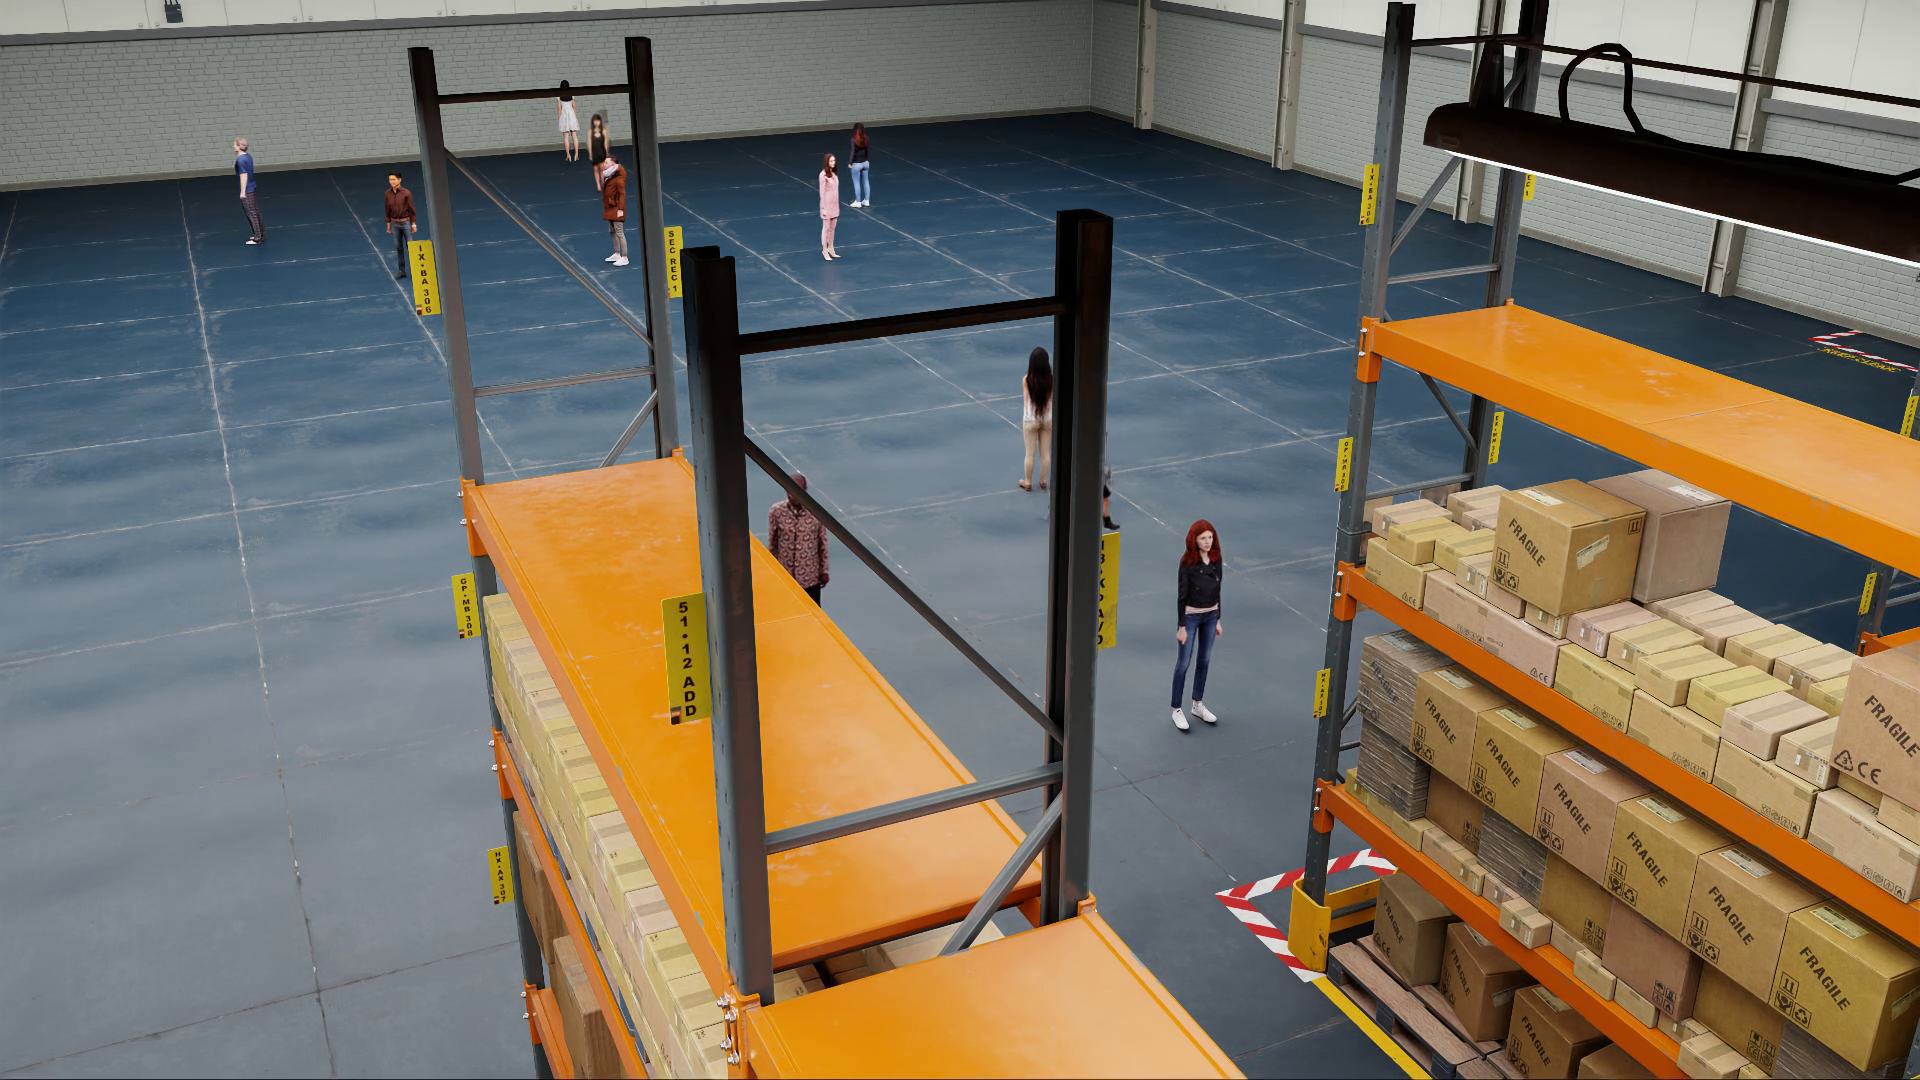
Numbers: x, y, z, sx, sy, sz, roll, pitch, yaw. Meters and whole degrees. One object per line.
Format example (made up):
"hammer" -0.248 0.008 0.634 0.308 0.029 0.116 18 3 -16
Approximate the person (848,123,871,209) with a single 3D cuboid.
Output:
"person" -1.966 -7.375 32.660 0.699 1.635 0.665 -20 30 -39

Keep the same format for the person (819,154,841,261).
"person" -2.252 -5.737 28.595 0.702 1.802 0.694 14 27 30

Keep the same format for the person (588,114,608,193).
"person" -7.341 -7.774 33.650 0.685 1.595 1.113 -6 24 -13

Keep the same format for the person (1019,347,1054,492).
"person" 0.868 -1.329 18.420 0.621 1.653 0.567 -10 25 -23

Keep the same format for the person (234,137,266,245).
"person" -12.715 -6.247 29.706 0.786 1.871 0.617 -2 23 -4

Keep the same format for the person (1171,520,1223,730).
"person" 1.937 0.674 13.539 0.575 1.787 0.525 -11 25 -24

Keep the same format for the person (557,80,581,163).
"person" -8.768 -9.386 37.212 0.630 1.775 0.612 -10 25 -22

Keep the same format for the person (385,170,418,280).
"person" -9.166 -5.181 27.318 0.721 1.779 0.697 2 23 4

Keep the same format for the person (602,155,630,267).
"person" -5.854 -5.611 28.251 0.814 1.838 0.695 -15 27 -31

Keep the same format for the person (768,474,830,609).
"person" -1.403 0.268 14.466 0.768 1.808 0.743 0 23 -1
